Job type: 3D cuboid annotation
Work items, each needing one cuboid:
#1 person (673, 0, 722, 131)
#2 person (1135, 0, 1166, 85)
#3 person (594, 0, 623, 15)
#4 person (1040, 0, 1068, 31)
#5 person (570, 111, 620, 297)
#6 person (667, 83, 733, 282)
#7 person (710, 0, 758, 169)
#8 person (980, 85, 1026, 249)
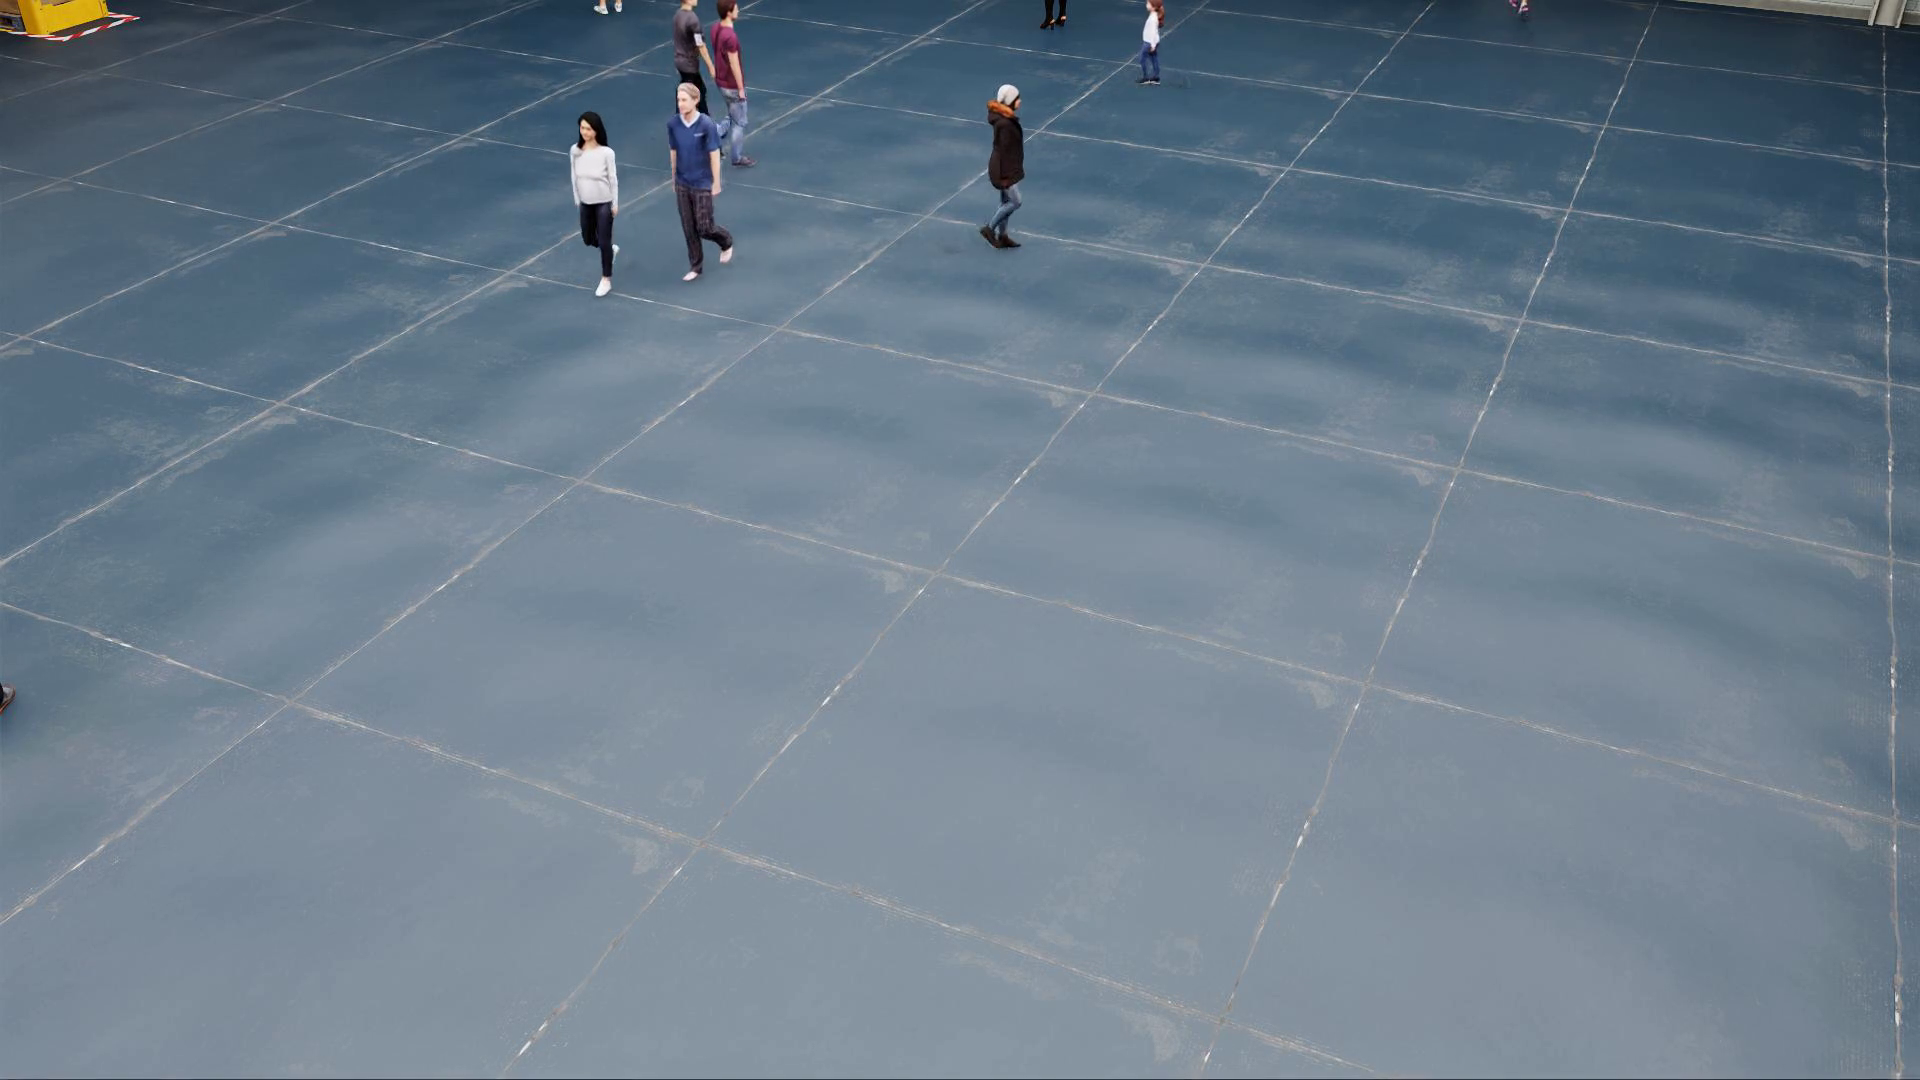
[{"bbox_3d":[-3.114,-5.274,18.619,0.991,1.739,0.980,-17,36,-24],"label":"person"},{"bbox_3d":[2.449,-6.233,20.737,0.565,1.102,0.487,8,33,13],"label":"person"},{"bbox_3d":[-5.059,-8.402,23.472,0.764,1.854,0.763,-18,37,-26],"label":"person"},{"bbox_3d":[1.287,-7.970,22.785,0.733,1.855,0.721,-27,41,-36],"label":"person"},{"bbox_3d":[-3.276,-3.112,15.242,0.804,1.687,0.755,9,33,13],"label":"person"},{"bbox_3d":[-2.415,-3.335,15.438,0.735,1.855,0.735,13,34,19],"label":"person"},{"bbox_3d":[-2.551,-4.918,17.962,0.917,1.838,0.857,-18,36,-26],"label":"person"},{"bbox_3d":[0.373,-3.575,16.028,0.792,1.629,0.757,1,32,2],"label":"person"}]
